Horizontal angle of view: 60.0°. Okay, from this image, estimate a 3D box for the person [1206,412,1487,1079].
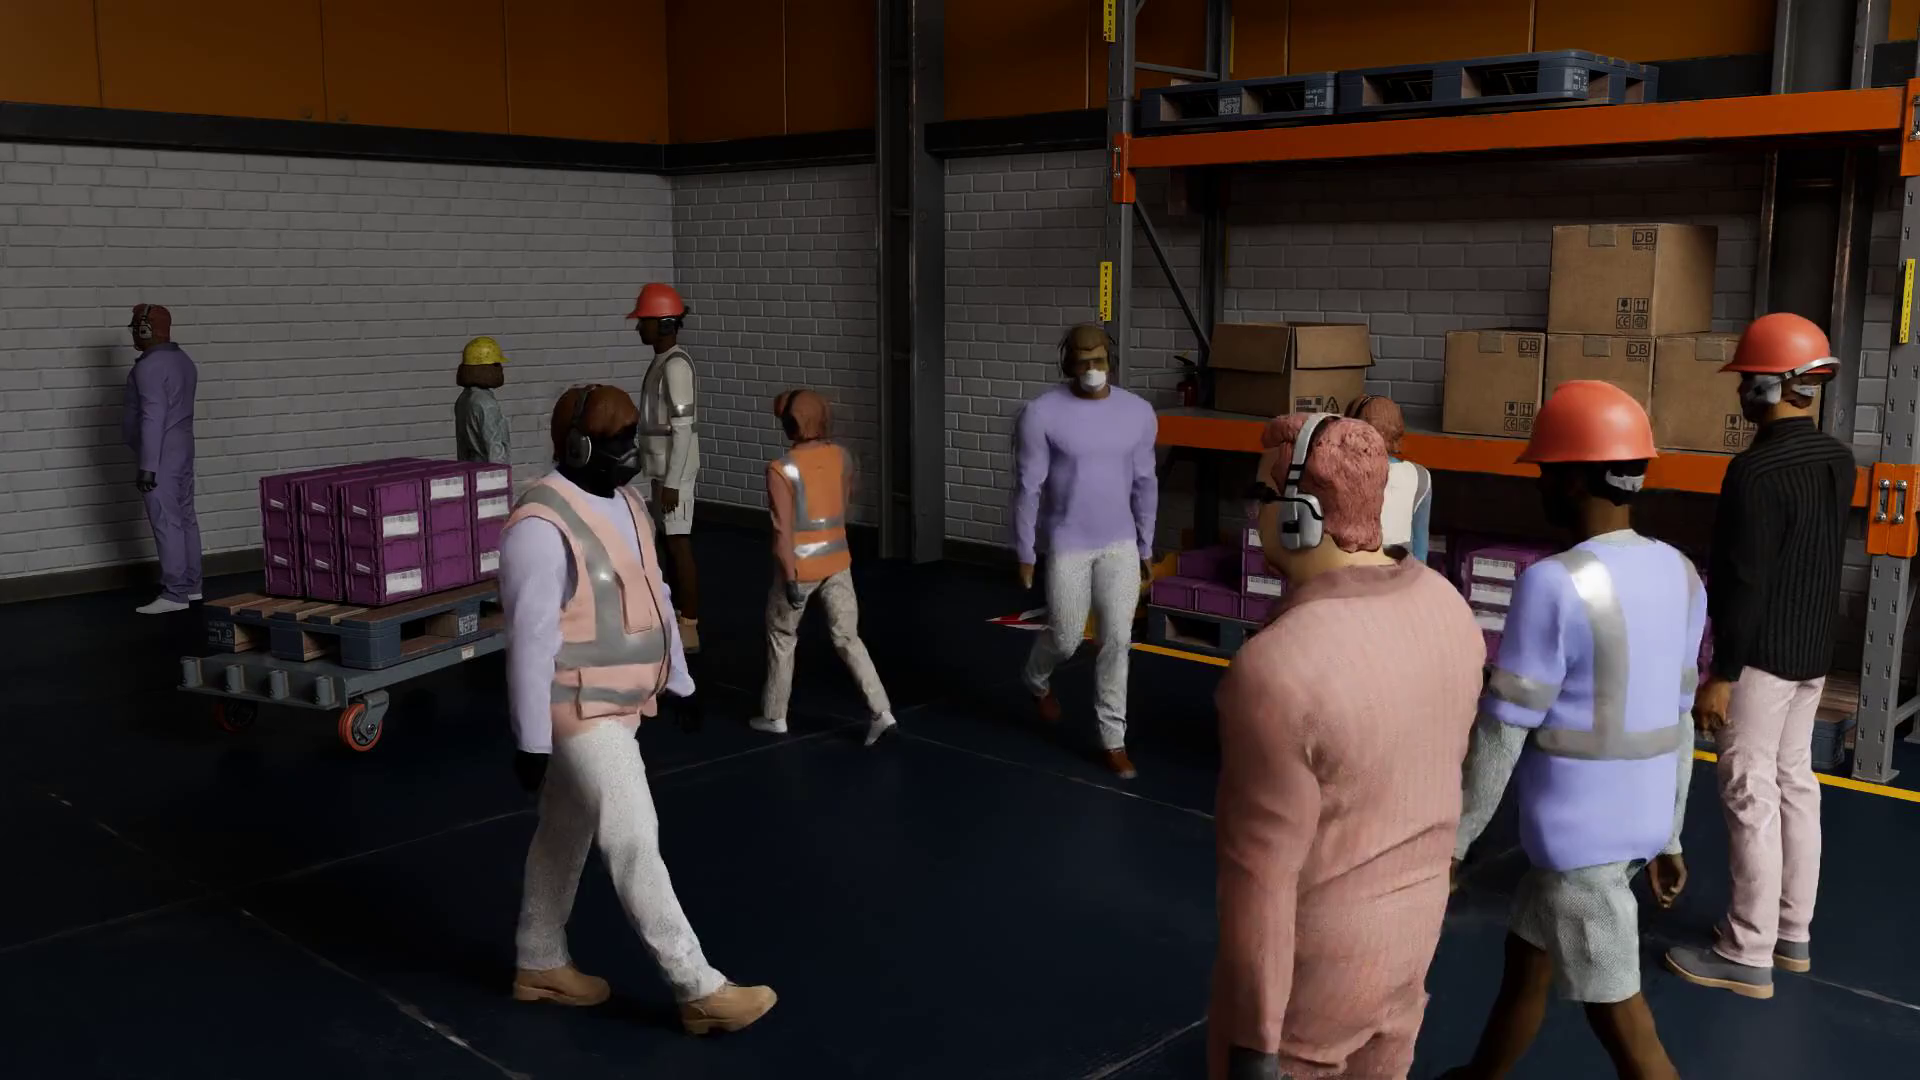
[{"bbox_3d":[0.684,0.720,2.873,0.653,1.883,0.658,-8,12,-41],"label":"person"}]

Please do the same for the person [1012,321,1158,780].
[{"bbox_3d":[0.513,0.017,7.137,0.645,1.914,0.767,-3,10,-17],"label":"person"}]

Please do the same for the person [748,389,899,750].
[{"bbox_3d":[-0.618,0.129,7.366,0.505,1.603,0.832,-9,13,-43],"label":"person"}]

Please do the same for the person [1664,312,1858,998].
[{"bbox_3d":[2.368,0.335,4.901,0.622,1.992,0.391,-8,12,-39],"label":"person"}]

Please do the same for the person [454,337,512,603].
[{"bbox_3d":[-2.651,-0.265,9.348,0.299,1.745,0.483,-7,12,-37],"label":"person"}]

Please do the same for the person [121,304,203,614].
[{"bbox_3d":[-4.948,-0.501,10.296,0.409,1.907,0.651,-1,9,-6],"label":"person"}]

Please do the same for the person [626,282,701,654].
[{"bbox_3d":[-1.622,-0.383,9.151,0.371,2.046,0.606,-3,10,-18],"label":"person"}]

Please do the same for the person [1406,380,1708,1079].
[{"bbox_3d":[1.320,0.603,3.603,0.565,1.888,0.989,-8,12,-40],"label":"person"}]

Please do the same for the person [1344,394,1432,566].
[{"bbox_3d":[1.598,0.257,6.466,0.520,1.639,0.312,-4,10,-24],"label":"person"}]

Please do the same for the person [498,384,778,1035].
[{"bbox_3d":[-0.906,0.472,4.633,0.912,1.799,0.648,2,9,11],"label":"person"}]
